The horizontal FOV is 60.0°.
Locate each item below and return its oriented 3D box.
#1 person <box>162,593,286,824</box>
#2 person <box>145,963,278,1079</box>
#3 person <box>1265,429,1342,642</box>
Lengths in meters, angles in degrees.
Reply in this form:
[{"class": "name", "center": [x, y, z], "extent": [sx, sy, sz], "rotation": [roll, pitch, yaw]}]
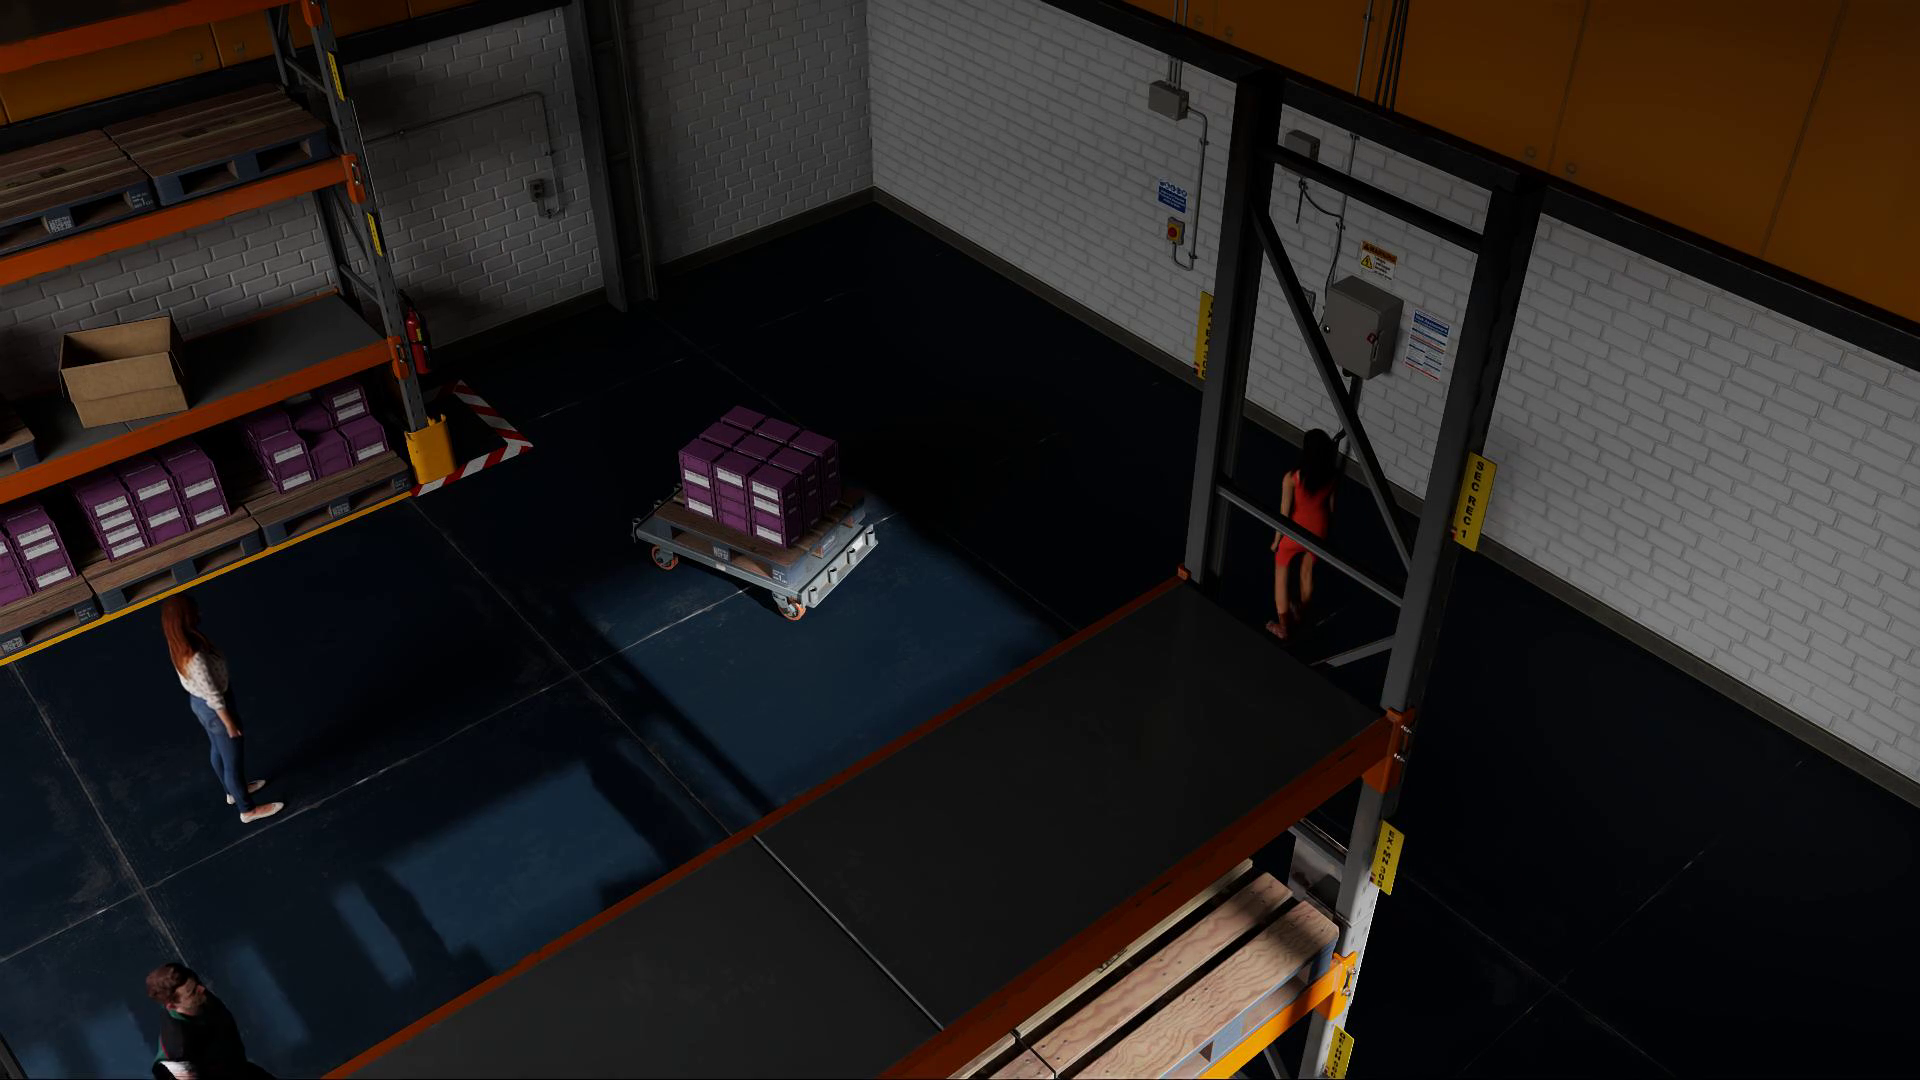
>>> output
[{"class": "person", "center": [-4.562, 1.019, 10.167], "extent": [0.496, 1.728, 0.571], "rotation": [-27, 46, -29]}, {"class": "person", "center": [-3.652, 2.681, 8.038], "extent": [1.225, 1.788, 1.005], "rotation": [-8, 39, -10]}, {"class": "person", "center": [2.376, -0.033, 11.490], "extent": [0.693, 1.720, 0.769], "rotation": [-8, 39, -10]}]
